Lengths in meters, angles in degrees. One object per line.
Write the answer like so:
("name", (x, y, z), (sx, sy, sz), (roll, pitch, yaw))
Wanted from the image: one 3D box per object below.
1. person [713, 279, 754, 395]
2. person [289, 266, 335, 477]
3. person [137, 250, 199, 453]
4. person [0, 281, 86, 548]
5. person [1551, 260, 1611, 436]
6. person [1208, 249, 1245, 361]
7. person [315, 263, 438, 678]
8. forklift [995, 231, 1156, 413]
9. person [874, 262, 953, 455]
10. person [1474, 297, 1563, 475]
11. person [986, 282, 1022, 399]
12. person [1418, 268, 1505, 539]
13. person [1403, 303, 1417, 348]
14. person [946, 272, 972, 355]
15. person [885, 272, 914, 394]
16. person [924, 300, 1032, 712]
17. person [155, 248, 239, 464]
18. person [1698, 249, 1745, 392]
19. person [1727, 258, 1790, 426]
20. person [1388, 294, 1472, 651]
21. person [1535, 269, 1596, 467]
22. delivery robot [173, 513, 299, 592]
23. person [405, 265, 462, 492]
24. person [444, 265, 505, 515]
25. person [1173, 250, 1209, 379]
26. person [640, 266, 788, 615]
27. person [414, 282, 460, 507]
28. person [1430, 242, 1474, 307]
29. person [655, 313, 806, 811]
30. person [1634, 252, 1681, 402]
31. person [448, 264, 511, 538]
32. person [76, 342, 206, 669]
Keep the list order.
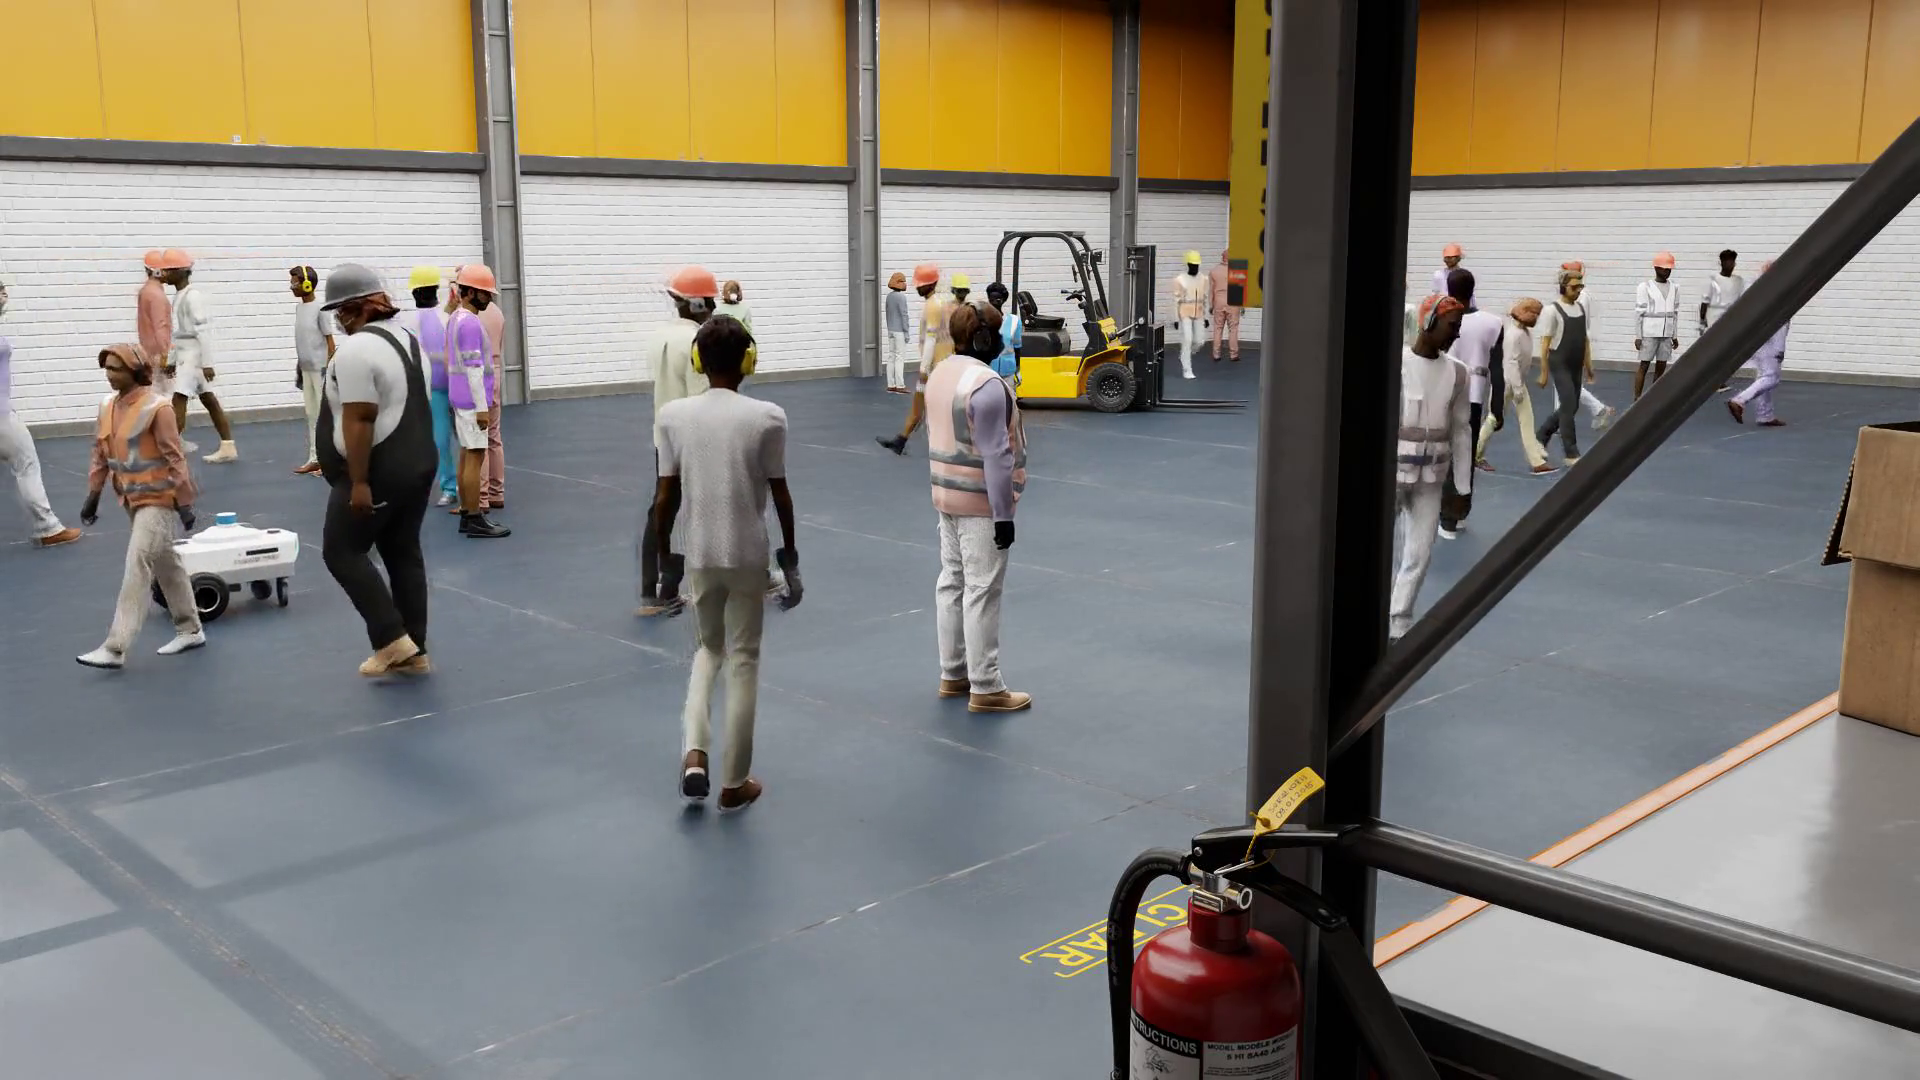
("person", (-2.646, -2.212, 19.331), (0.518, 1.618, 0.348), (-3, 11, -15))
("person", (-5.742, -1.492, 14.771), (0.521, 1.864, 0.335), (8, 13, 38))
("person", (-7.840, -1.850, 16.388), (0.438, 1.989, 0.634), (-8, 13, -38))
("person", (-6.528, -0.823, 11.091), (0.628, 1.896, 1.026), (7, 13, 35))
("person", (6.538, -2.016, 17.601), (0.599, 1.869, 0.607), (0, 10, 2))
("person", (4.540, -3.984, 28.243), (0.651, 1.904, 0.403), (5, 11, 25))
("person", (-2.801, -0.342, 8.009), (0.546, 2.000, 0.713), (2, 11, 11))
("forklift", (1.222, -2.721, 20.561), (2.313, 2.155, 1.214), (2, 11, 13))
("person", (-0.339, -1.695, 15.852), (0.980, 1.868, 0.590), (1, 10, 4))
("person", (4.970, -1.369, 14.842), (0.856, 1.577, 0.516), (9, 14, 41))
("person", (0.334, -1.572, 15.648), (0.537, 1.698, 0.321), (-3, 11, -13))
("person", (3.536, -0.987, 11.937), (0.632, 1.890, 0.813), (1, 10, 4))
("person", (4.839, -2.083, 18.593), (0.513, 1.641, 0.309), (3, 11, 16))
("person", (-0.021, -1.973, 17.680), (0.541, 1.749, 0.489), (-3, 11, -17))
("person", (-0.833, -2.794, 22.493), (0.285, 1.633, 0.498), (-7, 12, -32))
("person", (0.084, -0.151, 7.506), (0.429, 1.846, 0.626), (-5, 12, -26))
("person", (-7.230, -1.671, 15.351), (1.004, 1.993, 0.631), (-7, 12, -33))
("person", (10.461, -2.970, 22.640), (0.610, 1.935, 0.852), (-2, 11, -13))
("person", (8.923, -2.182, 18.475), (0.686, 1.886, 0.646), (-1, 10, -4))
("person", (2.224, -0.307, 8.378), (0.711, 1.838, 0.390), (-2, 11, -12))
("person", (5.611, -1.603, 15.479), (0.518, 1.827, 0.777), (-6, 12, -31))
("delivery robot", (-4.156, 0.088, 9.466), (0.707, 0.478, 0.477), (-10, 14, -43))
("person", (-4.379, -1.303, 13.677), (0.945, 1.878, 0.605), (-8, 13, -37))
("person", (-3.742, -1.149, 12.780), (0.407, 1.908, 0.641), (2, 11, 10))
("person", (3.433, -3.364, 24.843), (0.591, 1.907, 0.525), (-4, 11, -22))
("person", (-1.431, -0.568, 9.469), (0.981, 1.948, 0.636), (-7, 13, -35))
("person", (-4.013, -1.165, 13.162), (0.612, 1.807, 0.391), (-4, 11, -19))
("person", (6.946, -3.196, 23.603), (0.616, 2.024, 0.436), (9, 14, 40))
("person", (-0.843, 0.093, 6.174), (0.507, 1.844, 0.385), (2, 11, 13))
("person", (8.329, -2.459, 19.840), (0.553, 1.933, 0.371), (-2, 11, -9))
("person", (-3.424, -0.980, 11.799), (0.383, 1.927, 0.543), (-5, 11, -24))
("person", (-4.107, -0.165, 8.215), (0.541, 1.597, 0.801), (7, 12, 33))
